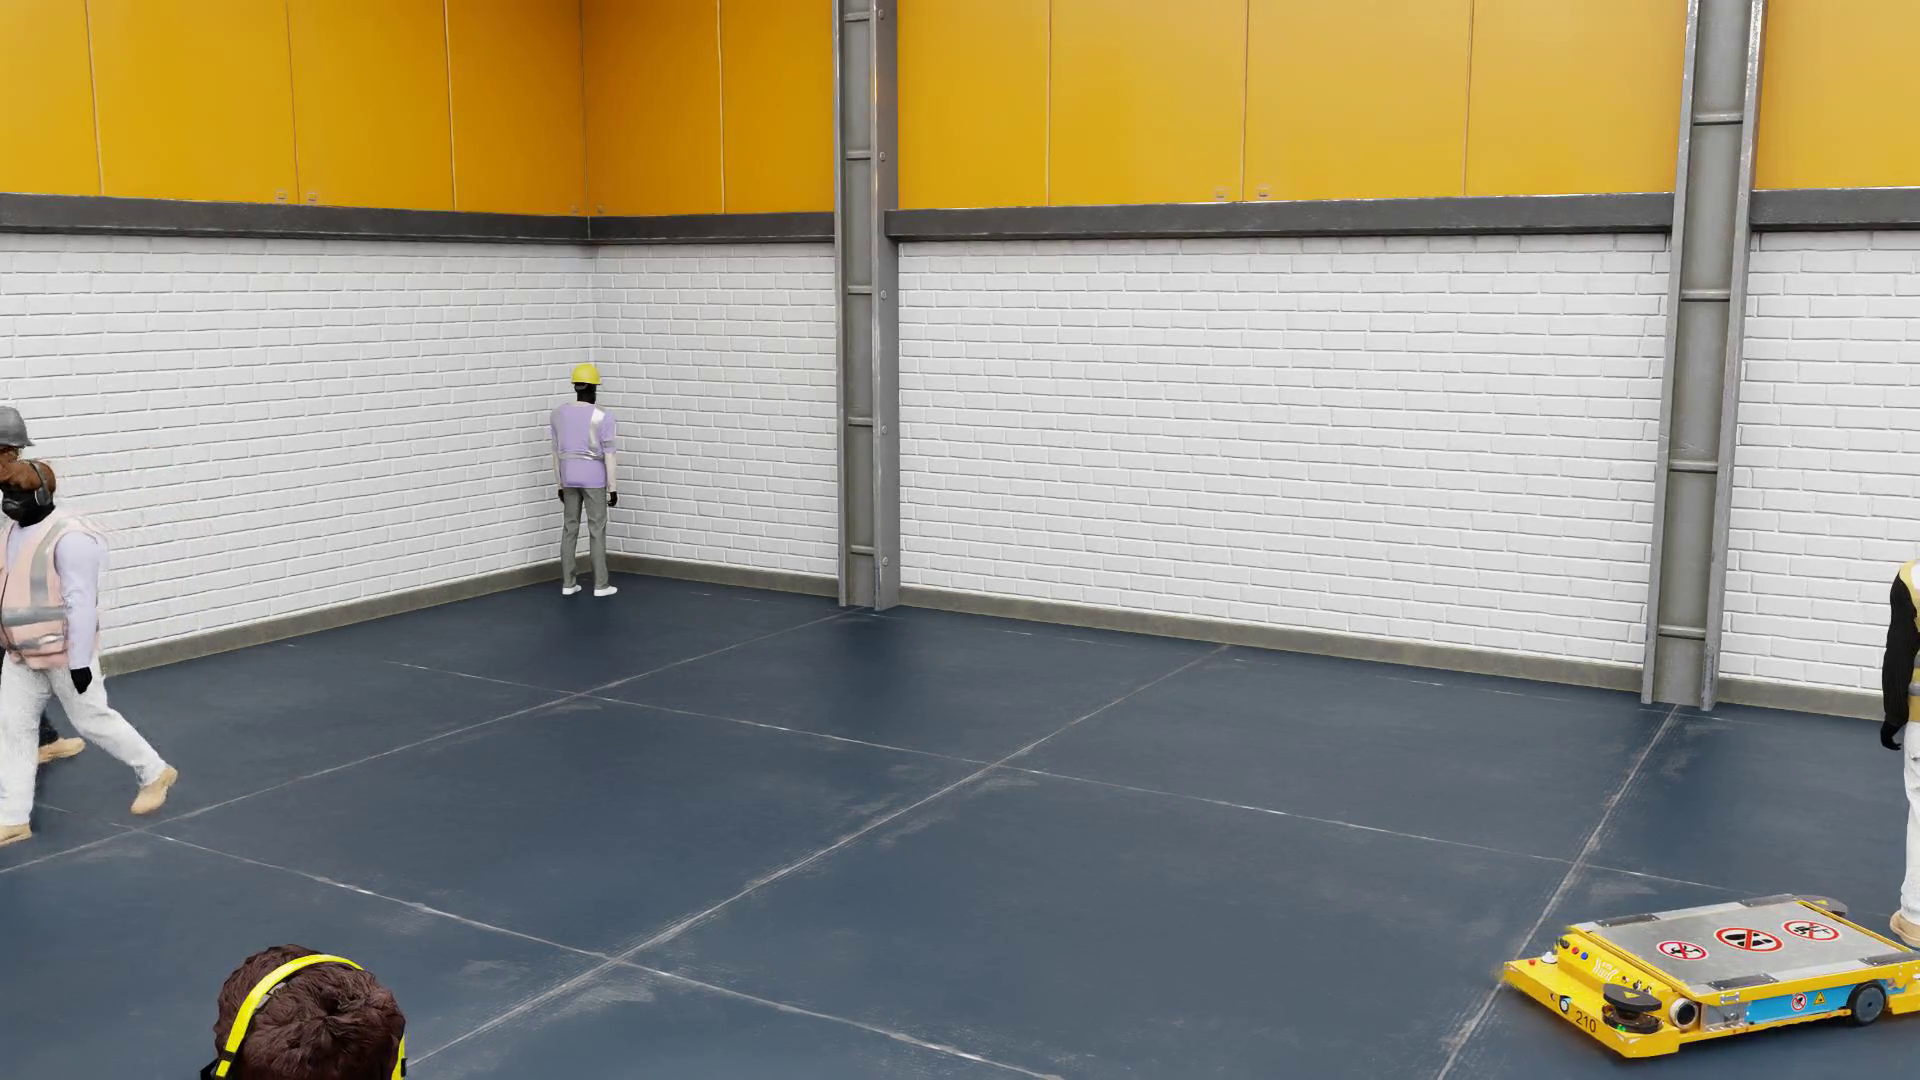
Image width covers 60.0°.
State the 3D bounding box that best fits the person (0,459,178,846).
[{"bbox_3d":[-4.222,0.499,7.865,0.637,1.809,0.924,5,10,29],"label":"person"}]

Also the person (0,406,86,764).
[{"bbox_3d":[-4.991,0.265,8.566,0.674,2.000,0.999,4,10,24],"label":"person"}]

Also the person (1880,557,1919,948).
[{"bbox_3d":[3.929,0.698,6.484,0.624,1.845,0.430,4,10,23],"label":"person"}]

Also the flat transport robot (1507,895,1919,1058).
[{"bbox_3d":[2.795,1.553,6.035,1.431,0.197,0.652,-3,10,-18],"label":"flat transport robot"}]

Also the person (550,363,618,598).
[{"bbox_3d":[-3.071,-0.487,13.664,0.582,1.918,0.405,3,9,16],"label":"person"}]

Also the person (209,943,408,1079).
[{"bbox_3d":[-0.751,1.397,2.045,0.316,1.867,0.532,6,11,34],"label":"person"}]
